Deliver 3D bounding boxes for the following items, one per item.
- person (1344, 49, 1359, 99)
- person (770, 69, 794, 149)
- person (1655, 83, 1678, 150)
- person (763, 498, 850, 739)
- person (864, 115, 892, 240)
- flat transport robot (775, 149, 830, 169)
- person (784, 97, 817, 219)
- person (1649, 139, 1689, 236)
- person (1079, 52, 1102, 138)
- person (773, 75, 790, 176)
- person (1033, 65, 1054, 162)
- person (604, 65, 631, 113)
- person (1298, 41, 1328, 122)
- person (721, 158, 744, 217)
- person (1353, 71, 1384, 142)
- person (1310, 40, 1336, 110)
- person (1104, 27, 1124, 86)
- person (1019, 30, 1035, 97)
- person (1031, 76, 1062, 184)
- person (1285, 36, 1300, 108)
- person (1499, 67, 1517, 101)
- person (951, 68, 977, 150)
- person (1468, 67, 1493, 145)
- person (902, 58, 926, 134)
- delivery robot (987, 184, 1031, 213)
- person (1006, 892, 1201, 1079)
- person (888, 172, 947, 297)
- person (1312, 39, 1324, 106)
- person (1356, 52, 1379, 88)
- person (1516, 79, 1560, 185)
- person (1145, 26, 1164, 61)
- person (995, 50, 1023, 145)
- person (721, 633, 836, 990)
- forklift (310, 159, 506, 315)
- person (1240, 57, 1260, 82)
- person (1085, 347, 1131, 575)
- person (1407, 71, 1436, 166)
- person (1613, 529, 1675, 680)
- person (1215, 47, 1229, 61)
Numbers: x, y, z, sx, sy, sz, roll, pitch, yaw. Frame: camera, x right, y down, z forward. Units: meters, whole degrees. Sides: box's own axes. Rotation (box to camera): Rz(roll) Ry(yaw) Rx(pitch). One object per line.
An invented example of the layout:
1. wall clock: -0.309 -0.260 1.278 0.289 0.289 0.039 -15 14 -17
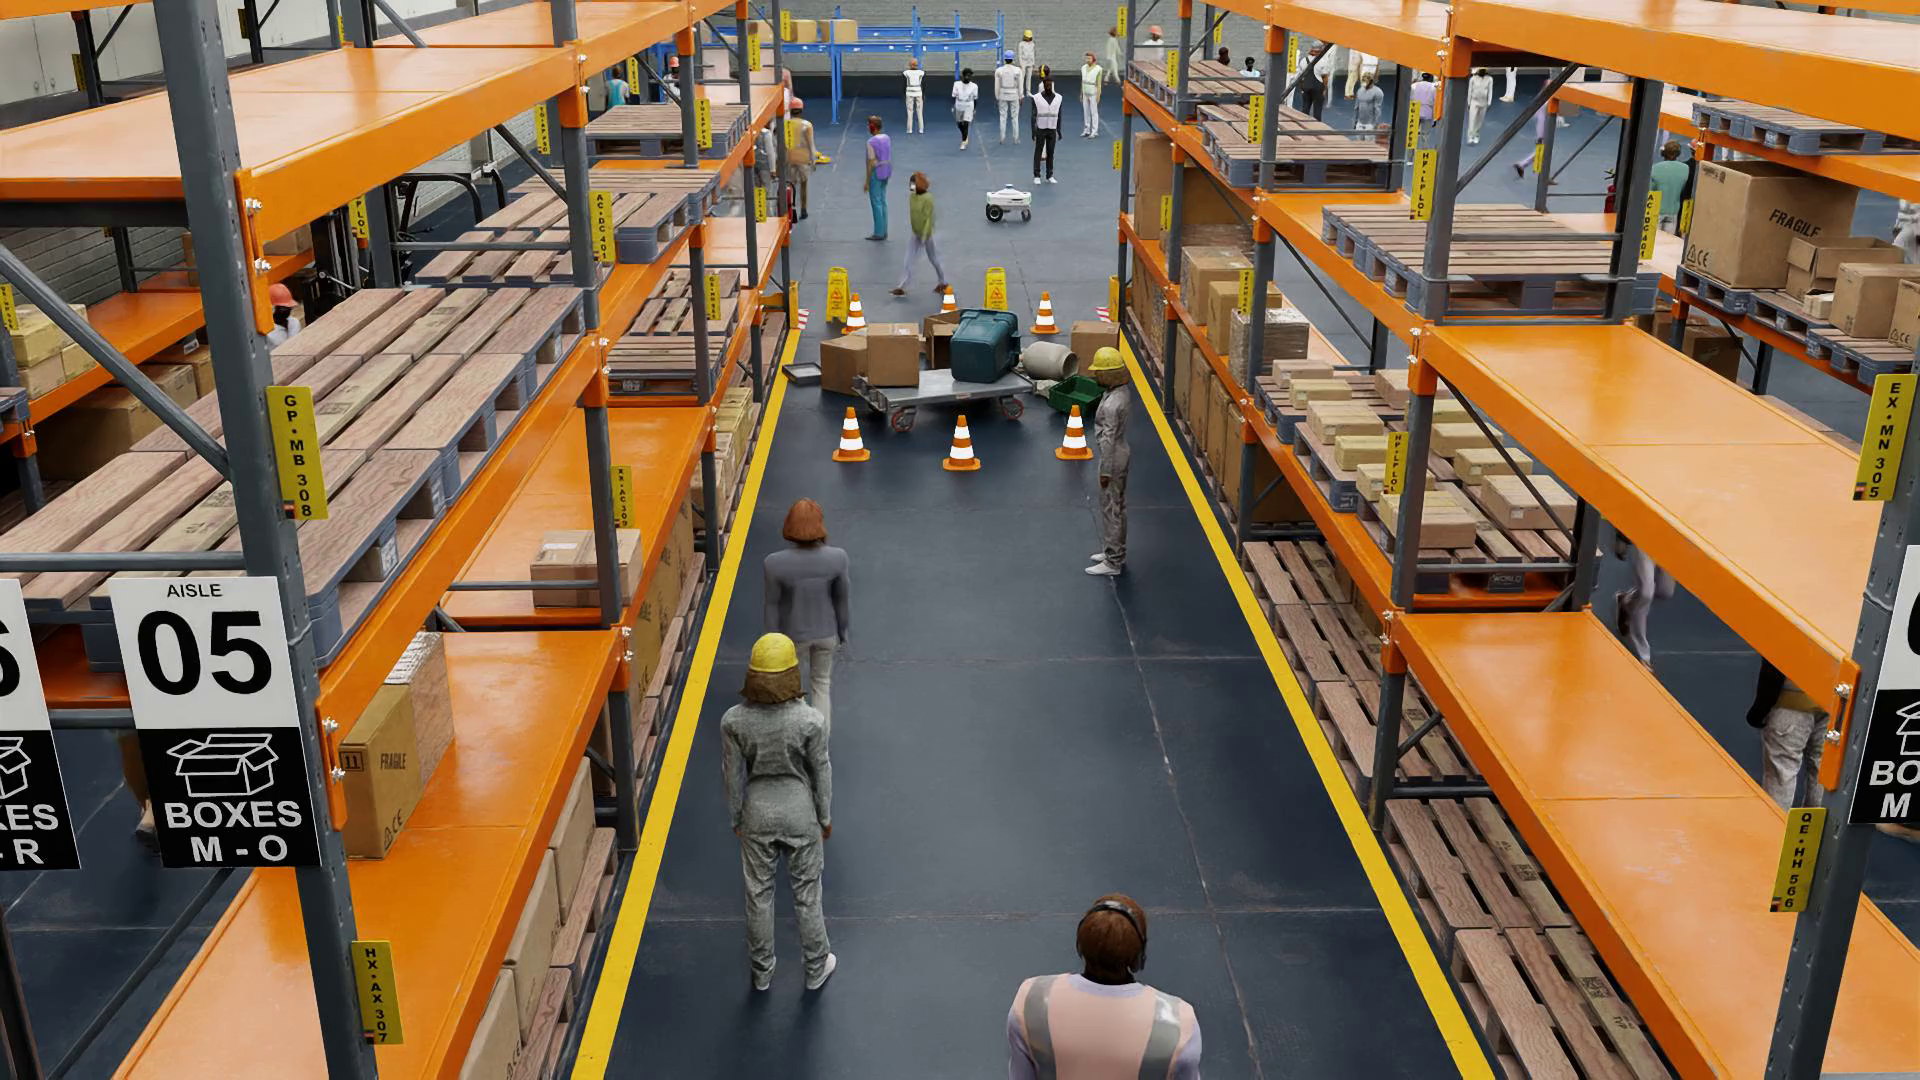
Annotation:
1. person: 10.428 -12.516 44.019 0.282 1.628 0.507 15 26 35
2. person: -3.779 -9.118 34.557 0.662 1.966 0.497 -1 21 -3
3. person: 14.507 -8.939 34.363 0.523 1.769 0.315 -2 21 -6
4. person: -0.874 0.537 9.518 0.516 1.618 0.361 -7 22 -19
5. person: -1.229 -5.435 24.991 0.385 1.842 0.571 10 23 25
6. flat transport robot: -3.295 -7.455 32.521 0.652 0.197 1.431 18 27 40
7. person: -2.607 -6.105 26.662 0.568 1.916 0.500 5 21 14
8. person: 9.158 -4.234 21.689 0.637 1.936 0.355 0 21 0
9. person: 2.867 -9.725 36.347 0.394 1.836 0.560 -18 27 -39
10. person: -3.384 -7.815 31.154 0.373 1.935 0.552 6 22 16
11. person: 1.682 -8.451 32.950 0.337 1.861 0.510 13 24 31
12. person: -6.837 -8.527 33.195 0.546 1.822 0.457 -1 21 -1
13. person: 7.826 -9.968 36.701 0.677 2.000 0.536 16 26 36
14. person: -3.447 -5.390 25.059 0.497 1.711 0.738 9 22 22
15. person: 7.563 -7.736 30.966 0.389 1.927 0.639 -13 24 -30
16. person: 9.081 -11.718 41.565 0.585 1.879 1.003 16 26 35
17. person: 4.419 -13.789 47.414 0.666 1.598 0.510 6 22 15
18. person: 1.789 -12.697 44.339 0.484 1.736 0.305 -13 24 -30
19. person: 1.569 -7.447 30.207 0.590 1.919 0.394 -7 22 -17
20. person: 7.946 -11.144 40.028 0.584 1.882 0.346 -14 25 -33
21. person: 14.384 -12.395 43.392 0.429 1.844 0.632 3 21 7
22. person: 0.108 -9.011 34.675 0.540 1.673 0.707 4 21 10
23. person: 11.021 -9.256 35.282 0.490 1.698 0.903 3 21 9
24. person: -1.023 -9.883 37.035 0.523 1.638 0.310 -4 21 -9
25. delivery robot: 0.790 -5.470 26.749 0.707 0.478 0.477 0 21 0
26. person: 0.469 1.974 5.414 0.624 1.845 0.430 6 21 15
27. person: -0.515 -3.922 21.354 0.866 1.582 0.510 -16 26 -37
28. person: 9.157 -12.042 42.339 0.374 1.929 0.542 11 23 26
29. person: 10.016 -11.441 40.928 0.602 1.856 0.501 -6 22 -16
30. person: 10.568 -7.403 30.132 0.717 1.890 0.654 8 22 21
31. person: 4.935 -11.827 41.650 0.650 2.007 0.882 -13 24 -31
32. person: 1.037 -9.367 35.239 0.602 1.949 0.392 3 21 7
33. person: -0.810 1.235 7.515 0.483 1.736 0.311 1 21 3
34. forklift: -5.622 -2.910 17.832 2.313 2.155 1.214 -1 21 -1
35. person: 6.358 -9.806 36.752 0.535 1.697 0.318 -4 21 -11
36. person: 1.096 -0.584 12.332 0.322 1.734 0.487 5 21 14
37. person: 8.974 -8.233 32.290 0.590 1.919 0.400 10 23 24
38. person: 4.504 -0.060 10.781 0.528 1.855 0.717 -1 21 -2
39. person: 5.697 -9.879 36.655 0.400 1.907 0.600 -10 23 -24
